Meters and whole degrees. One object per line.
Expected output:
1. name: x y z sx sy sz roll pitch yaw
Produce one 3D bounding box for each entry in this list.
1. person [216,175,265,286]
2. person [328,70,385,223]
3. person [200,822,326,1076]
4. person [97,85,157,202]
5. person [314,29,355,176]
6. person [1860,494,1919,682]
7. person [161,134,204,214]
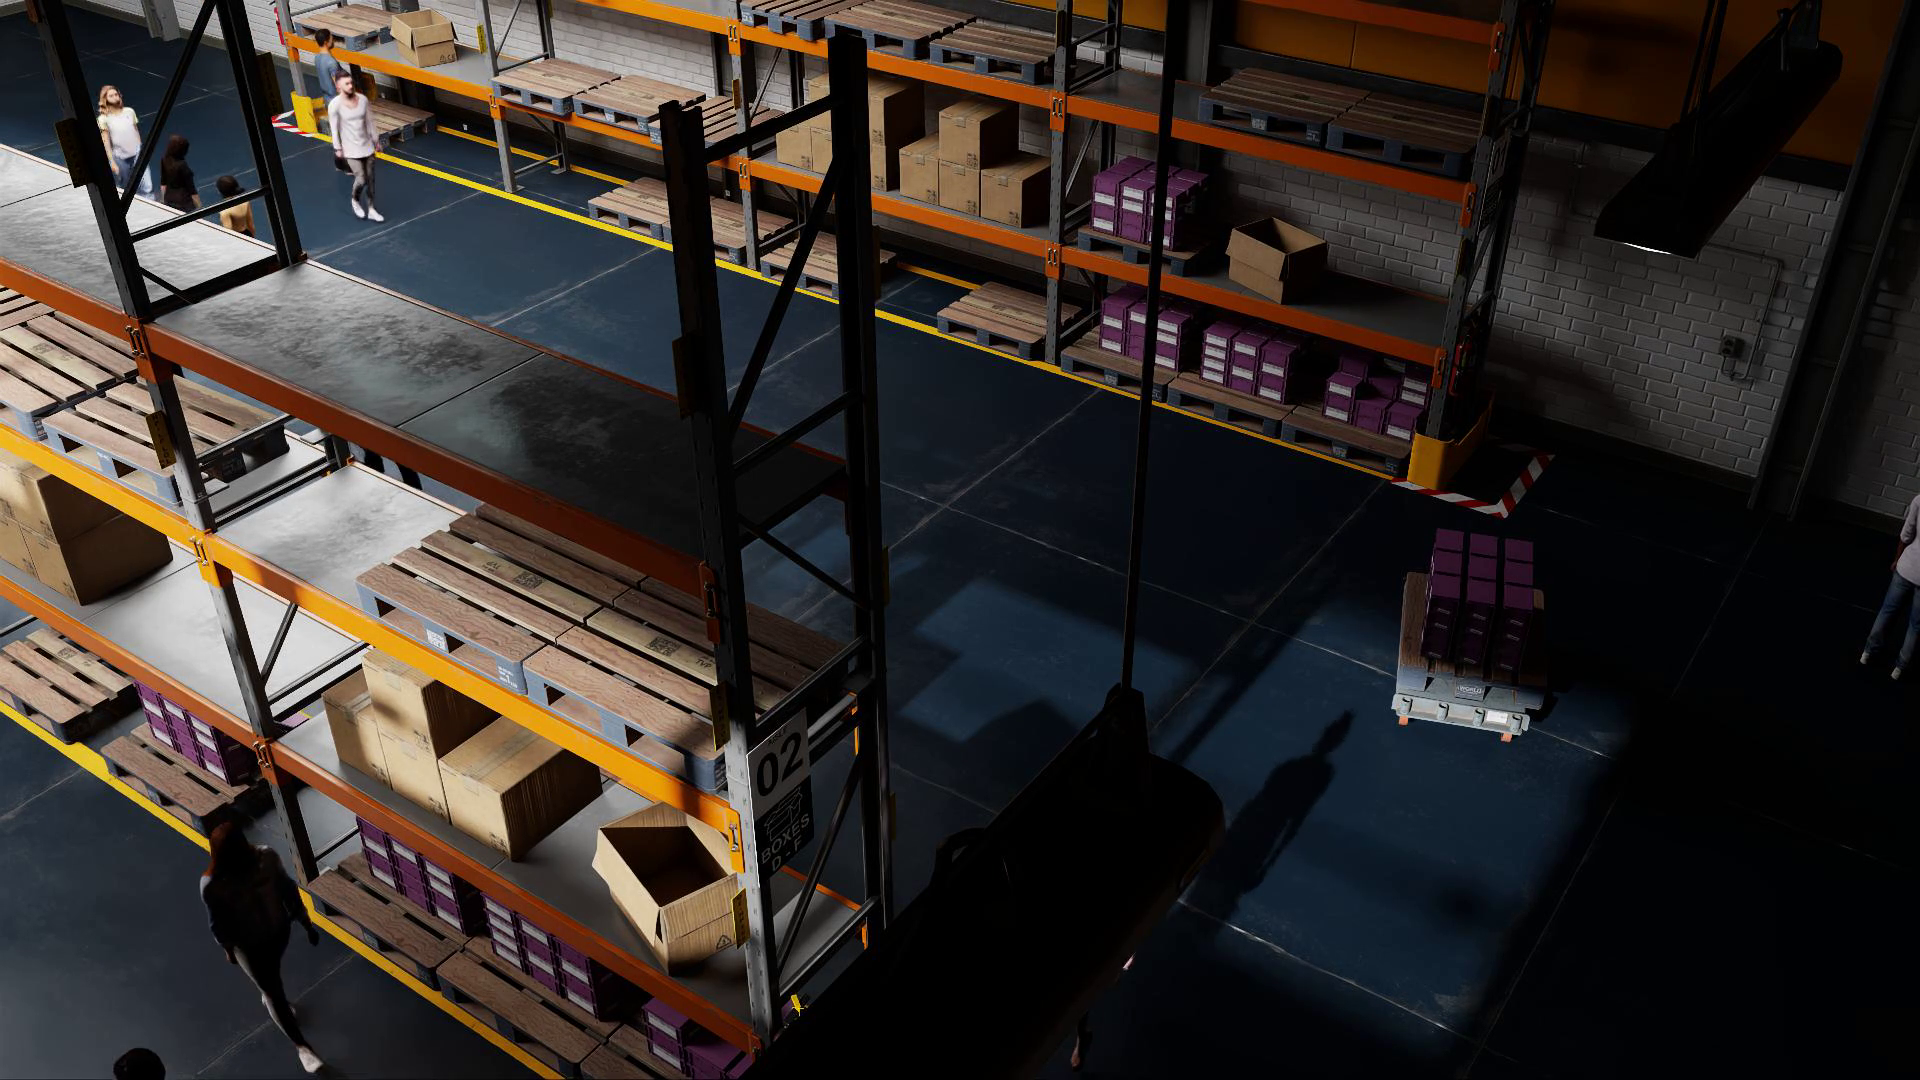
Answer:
1. person: -7.411 -2.989 17.232 0.628 1.655 0.629 9 35 14
2. person: -7.122 -4.641 19.560 0.711 1.828 0.701 26 42 33
3. person: -4.005 2.192 9.434 1.077 1.658 0.696 25 41 33
4. person: -9.764 -4.461 19.421 1.156 1.682 0.652 22 40 30
5. person: -7.840 -5.503 20.876 0.761 1.807 0.542 -28 42 -35
6. person: 7.125 0.205 12.284 0.779 1.813 0.635 -20 38 -27
7. person: -8.641 -3.685 18.320 0.586 1.609 0.859 6 34 9
